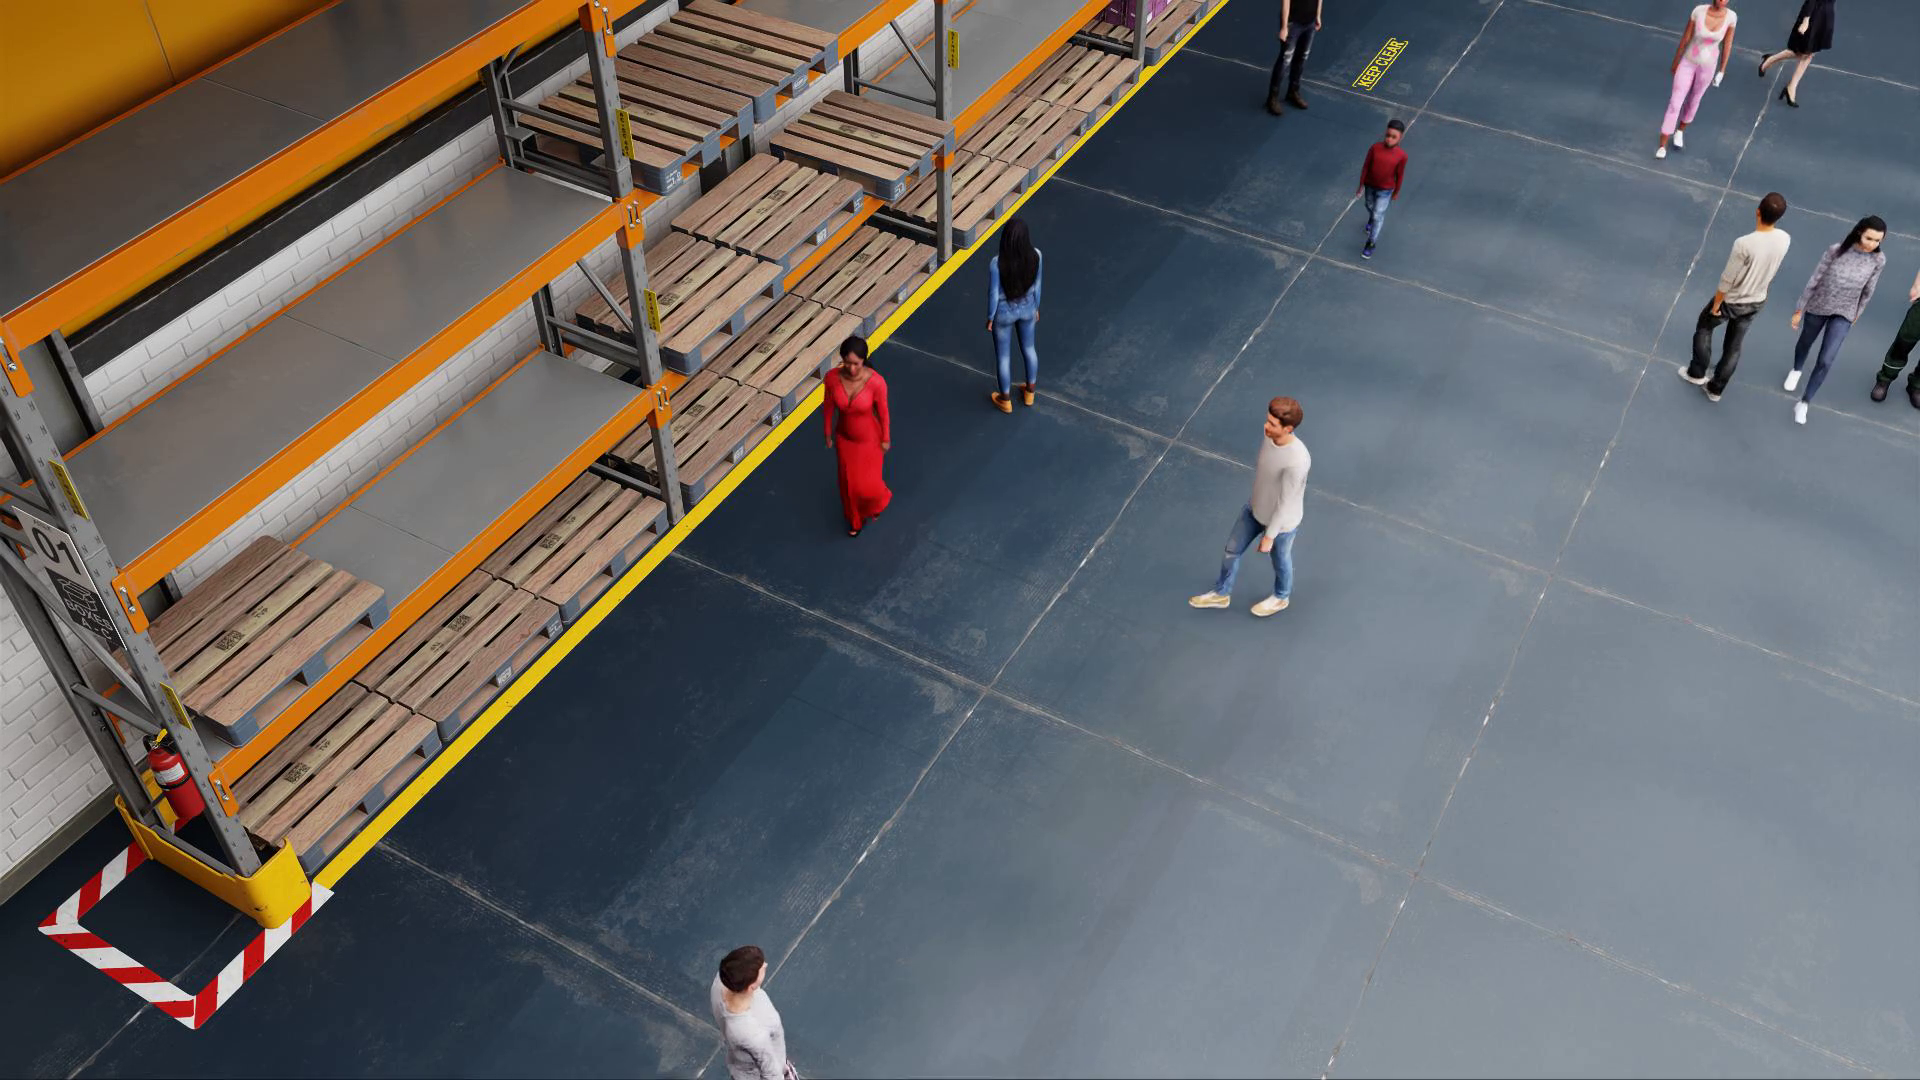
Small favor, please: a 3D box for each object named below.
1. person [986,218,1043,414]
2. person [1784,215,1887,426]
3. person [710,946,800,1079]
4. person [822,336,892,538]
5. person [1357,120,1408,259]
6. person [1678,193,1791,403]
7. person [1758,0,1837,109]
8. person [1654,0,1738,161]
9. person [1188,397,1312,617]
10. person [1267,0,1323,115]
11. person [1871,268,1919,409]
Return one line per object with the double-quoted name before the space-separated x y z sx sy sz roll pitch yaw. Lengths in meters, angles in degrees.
"person" 0.422 -1.743 12.897 0.656 1.711 0.739 -15 46 -15
"person" 6.821 -1.841 13.009 0.627 1.699 0.953 22 48 22
"person" -1.063 2.640 8.214 1.114 1.826 0.972 -19 47 -19
"person" -0.685 -0.768 11.829 0.722 1.774 0.775 11 45 11
"person" 3.741 -3.187 14.746 0.531 1.251 0.862 25 49 24
"person" 6.114 -1.816 12.918 0.791 1.788 0.840 -6 44 -7
"person" 8.391 -5.178 16.486 0.900 1.735 0.905 -21 48 -21
"person" 7.013 -4.513 15.799 0.738 1.719 1.038 14 45 14
"person" 2.186 -0.197 11.153 1.062 1.879 0.967 -16 46 -16
"person" 3.308 -5.107 16.299 0.681 1.890 0.815 -23 48 -22
"person" 7.663 -1.889 12.912 0.713 1.901 0.646 13 45 13
